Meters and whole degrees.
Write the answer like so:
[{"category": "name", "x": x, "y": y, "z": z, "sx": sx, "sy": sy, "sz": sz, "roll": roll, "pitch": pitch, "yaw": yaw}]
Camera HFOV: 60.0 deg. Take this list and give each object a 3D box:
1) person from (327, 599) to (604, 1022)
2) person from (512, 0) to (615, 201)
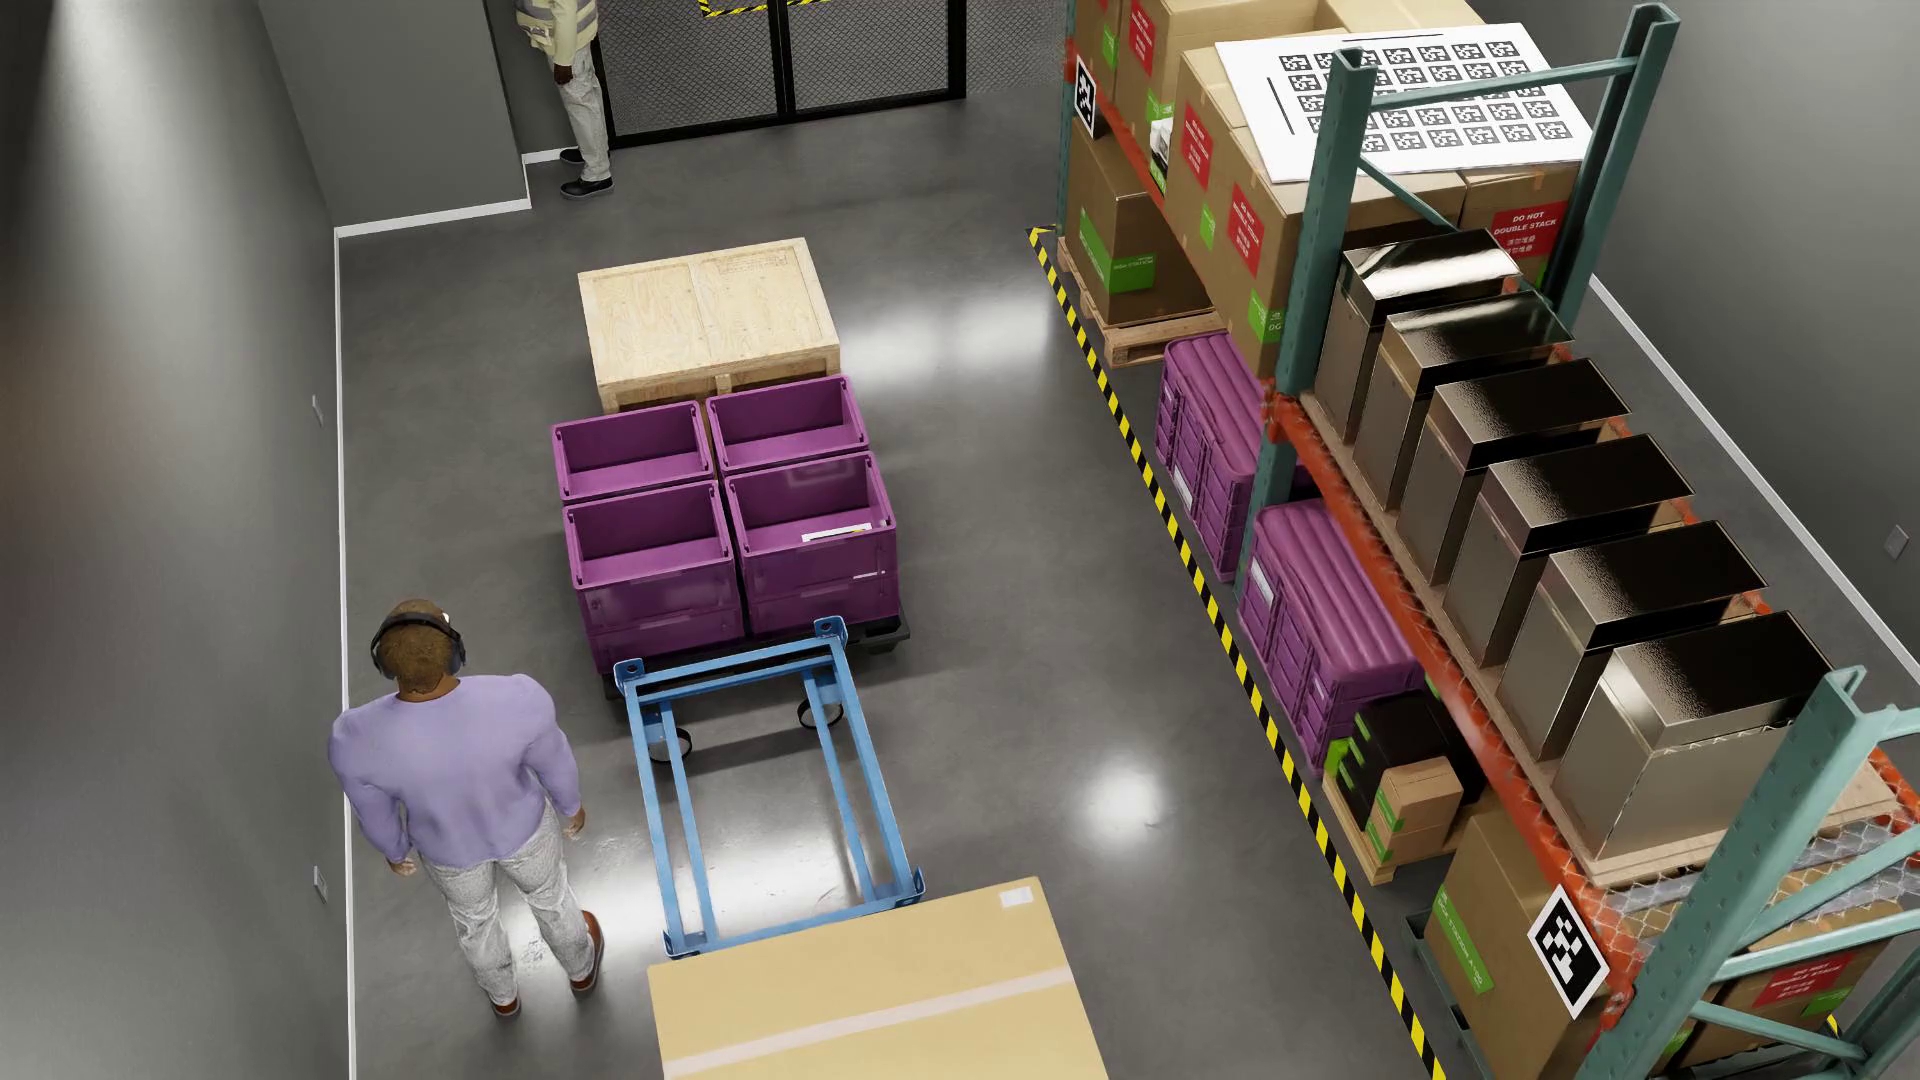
[{"category": "person", "x": -1.462, "y": 0.866, "z": 5.090, "sx": 0.638, "sy": 1.938, "sz": 0.357, "roll": -13, "pitch": 49, "yaw": -12}, {"category": "person", "x": -1.999, "y": -2.566, "z": 8.314, "sx": 0.404, "sy": 1.831, "sz": 0.600, "roll": -6, "pitch": 48, "yaw": -5}]
